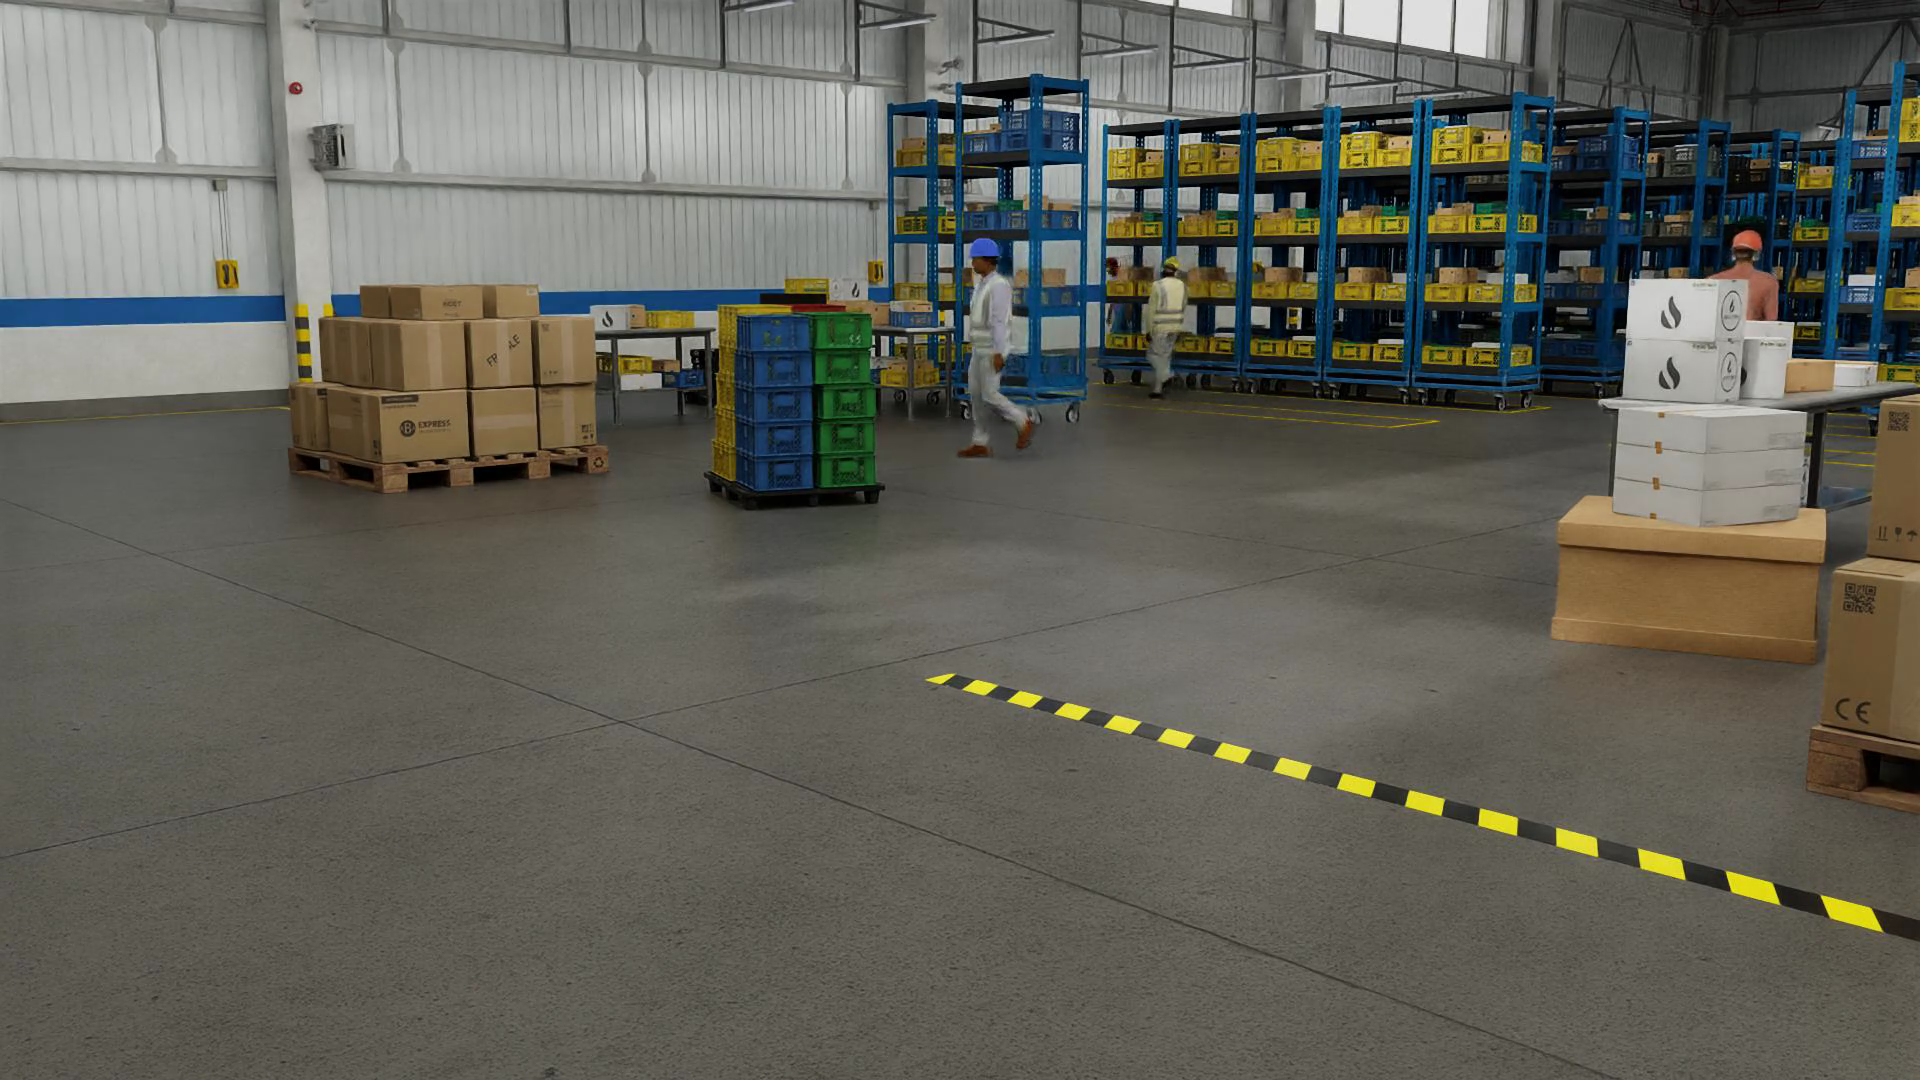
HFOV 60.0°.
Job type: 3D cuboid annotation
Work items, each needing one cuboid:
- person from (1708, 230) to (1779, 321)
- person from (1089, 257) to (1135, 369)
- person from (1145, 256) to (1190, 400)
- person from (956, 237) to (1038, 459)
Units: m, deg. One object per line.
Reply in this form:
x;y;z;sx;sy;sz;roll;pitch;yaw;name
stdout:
6.663;-1.654;14.247;0.628;1.976;0.425;7;12;35;person
2.471;-3.629;26.720;0.917;1.783;0.632;-1;10;-7;person
2.580;-2.626;20.683;0.636;1.787;0.502;-6;11;-31;person
0.302;-1.659;14.452;0.604;1.924;0.619;-4;10;-22;person
